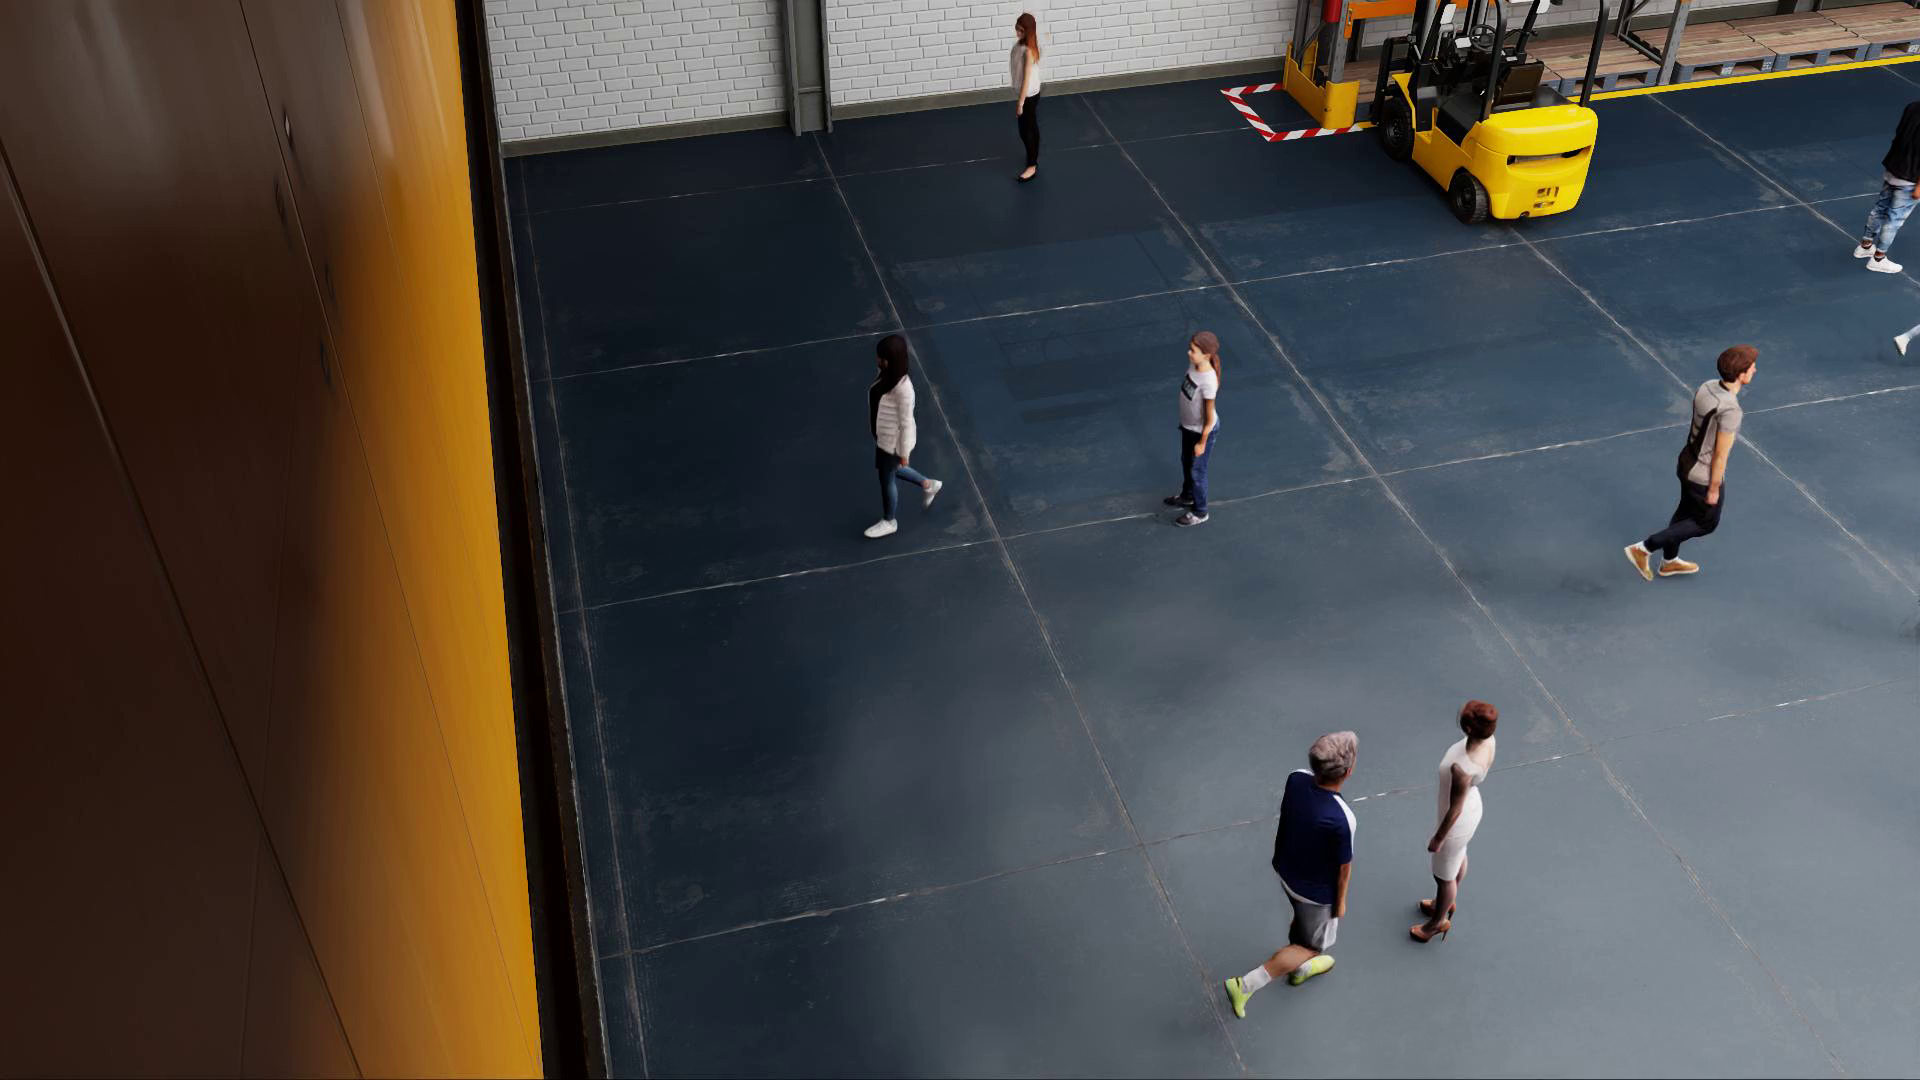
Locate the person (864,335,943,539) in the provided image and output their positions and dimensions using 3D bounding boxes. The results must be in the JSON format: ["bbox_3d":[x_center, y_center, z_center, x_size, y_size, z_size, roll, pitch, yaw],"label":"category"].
[{"bbox_3d":[-0.408,-0.757,11.716,0.883,1.623,0.675,-14,41,-17],"label":"person"}]

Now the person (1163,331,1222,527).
[{"bbox_3d":[1.693,-0.813,11.836,0.495,1.562,0.527,-9,40,-11],"label":"person"}]

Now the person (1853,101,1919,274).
[{"bbox_3d":[8.367,-3.266,14.714,0.688,1.804,0.748,0,39,0],"label":"person"}]

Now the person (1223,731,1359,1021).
[{"bbox_3d":[1.708,1.745,8.433,1.063,1.810,0.758,-13,40,-16],"label":"person"}]

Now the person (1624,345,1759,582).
[{"bbox_3d":[4.897,-0.464,11.144,0.931,1.880,0.801,1,39,2],"label":"person"}]

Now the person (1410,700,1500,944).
[{"bbox_3d":[2.627,1.488,8.770,0.687,1.793,0.620,21,43,24],"label":"person"}]

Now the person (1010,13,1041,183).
[{"bbox_3d":[0.684,-4.355,16.167,0.667,1.692,0.807,9,39,11],"label":"person"}]
